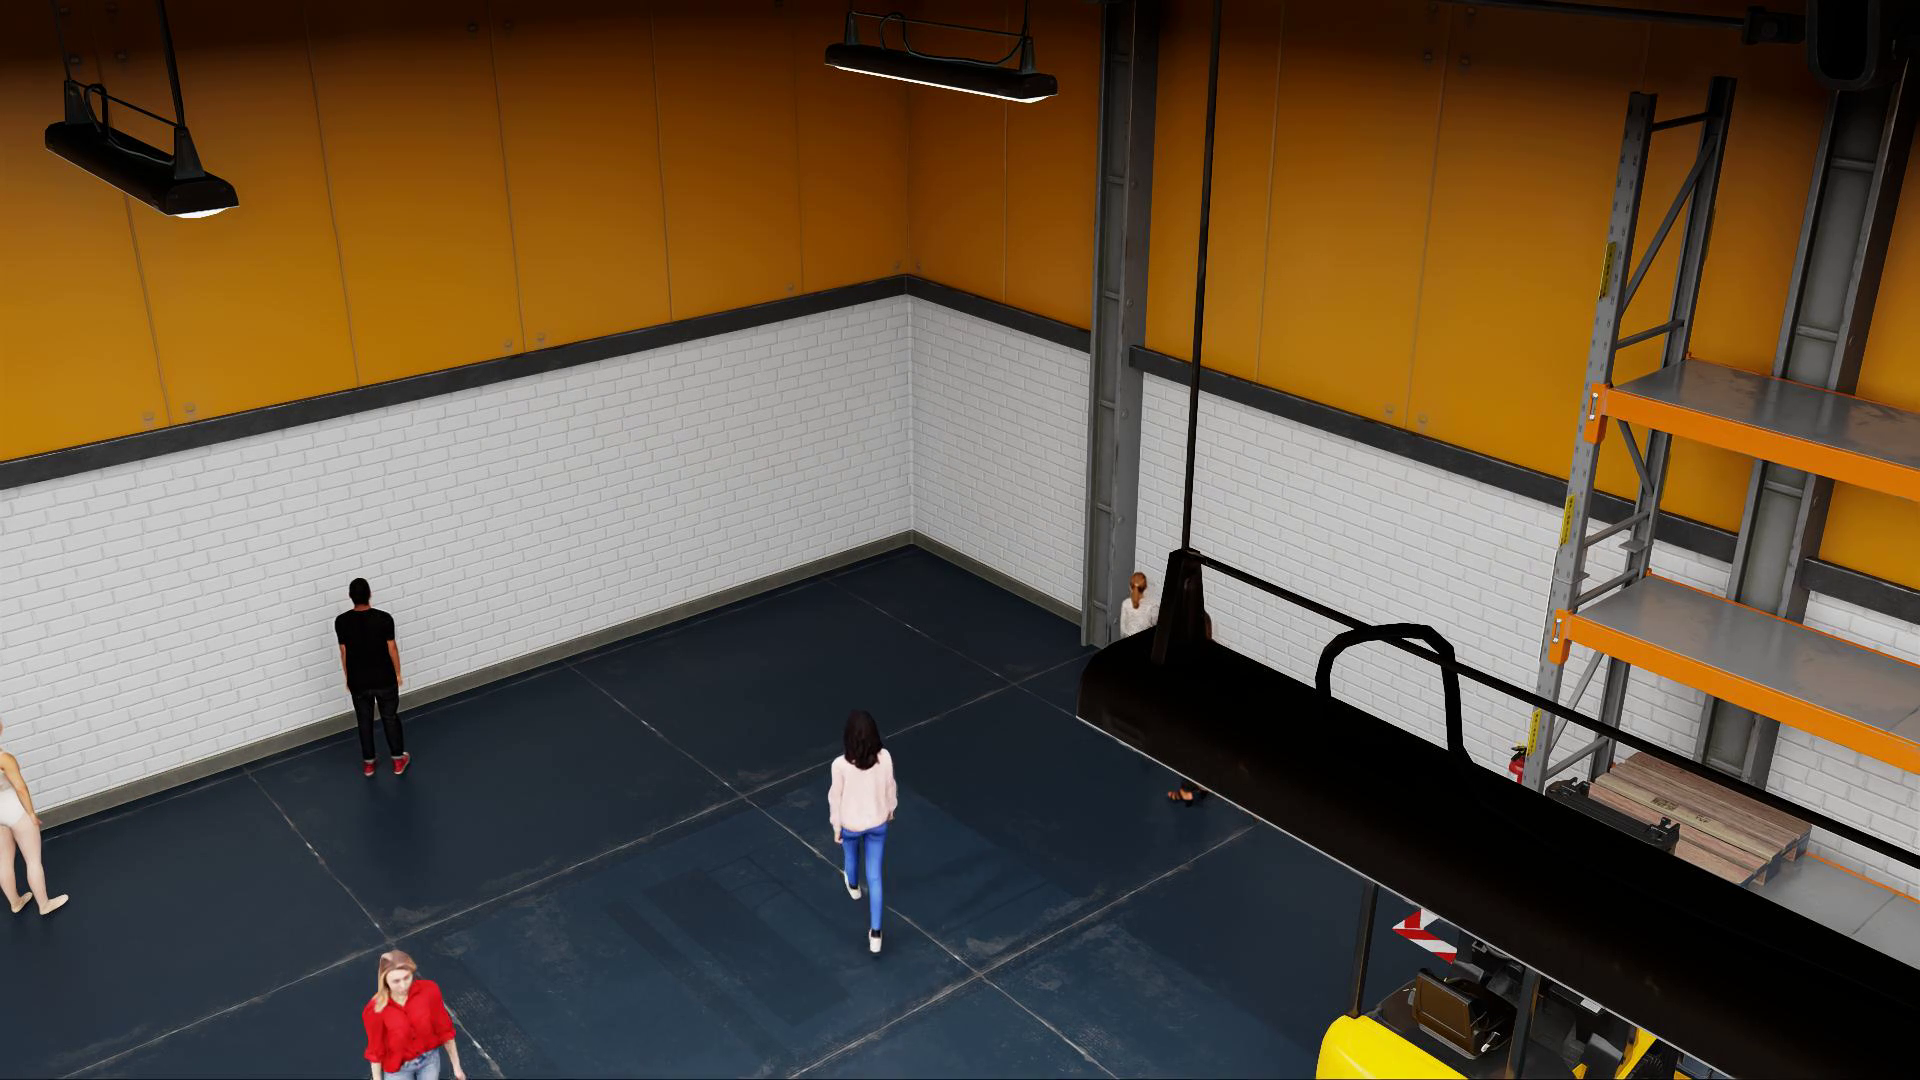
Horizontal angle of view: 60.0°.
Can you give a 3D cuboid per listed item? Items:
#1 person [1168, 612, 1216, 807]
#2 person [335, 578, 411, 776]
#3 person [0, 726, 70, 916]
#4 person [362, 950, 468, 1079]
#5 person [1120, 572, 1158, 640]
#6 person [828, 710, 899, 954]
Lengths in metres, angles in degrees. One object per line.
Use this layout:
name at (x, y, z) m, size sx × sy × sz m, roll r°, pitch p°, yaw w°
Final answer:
person at (1.891, 1.338, 13.353) m, size 0.579 × 1.702 × 0.639 m, roll 20°, pitch 31°, yaw 38°
person at (-4.867, 1.131, 13.758) m, size 0.703 × 1.756 × 0.710 m, roll -5°, pitch 24°, yaw -10°
person at (-6.852, 1.971, 11.976) m, size 0.590 × 1.644 × 0.670 m, roll 4°, pitch 24°, yaw 10°
person at (-3.180, 3.001, 9.571) m, size 0.636 × 1.683 × 0.790 m, roll -21°, pitch 31°, yaw -39°
person at (1.603, 0.910, 14.818) m, size 0.594 × 1.312 × 0.656 m, roll 3°, pitch 24°, yaw 7°
person at (-0.660, 2.068, 11.669) m, size 1.044 × 1.714 × 1.271 m, roll -4°, pitch 24°, yaw -10°
